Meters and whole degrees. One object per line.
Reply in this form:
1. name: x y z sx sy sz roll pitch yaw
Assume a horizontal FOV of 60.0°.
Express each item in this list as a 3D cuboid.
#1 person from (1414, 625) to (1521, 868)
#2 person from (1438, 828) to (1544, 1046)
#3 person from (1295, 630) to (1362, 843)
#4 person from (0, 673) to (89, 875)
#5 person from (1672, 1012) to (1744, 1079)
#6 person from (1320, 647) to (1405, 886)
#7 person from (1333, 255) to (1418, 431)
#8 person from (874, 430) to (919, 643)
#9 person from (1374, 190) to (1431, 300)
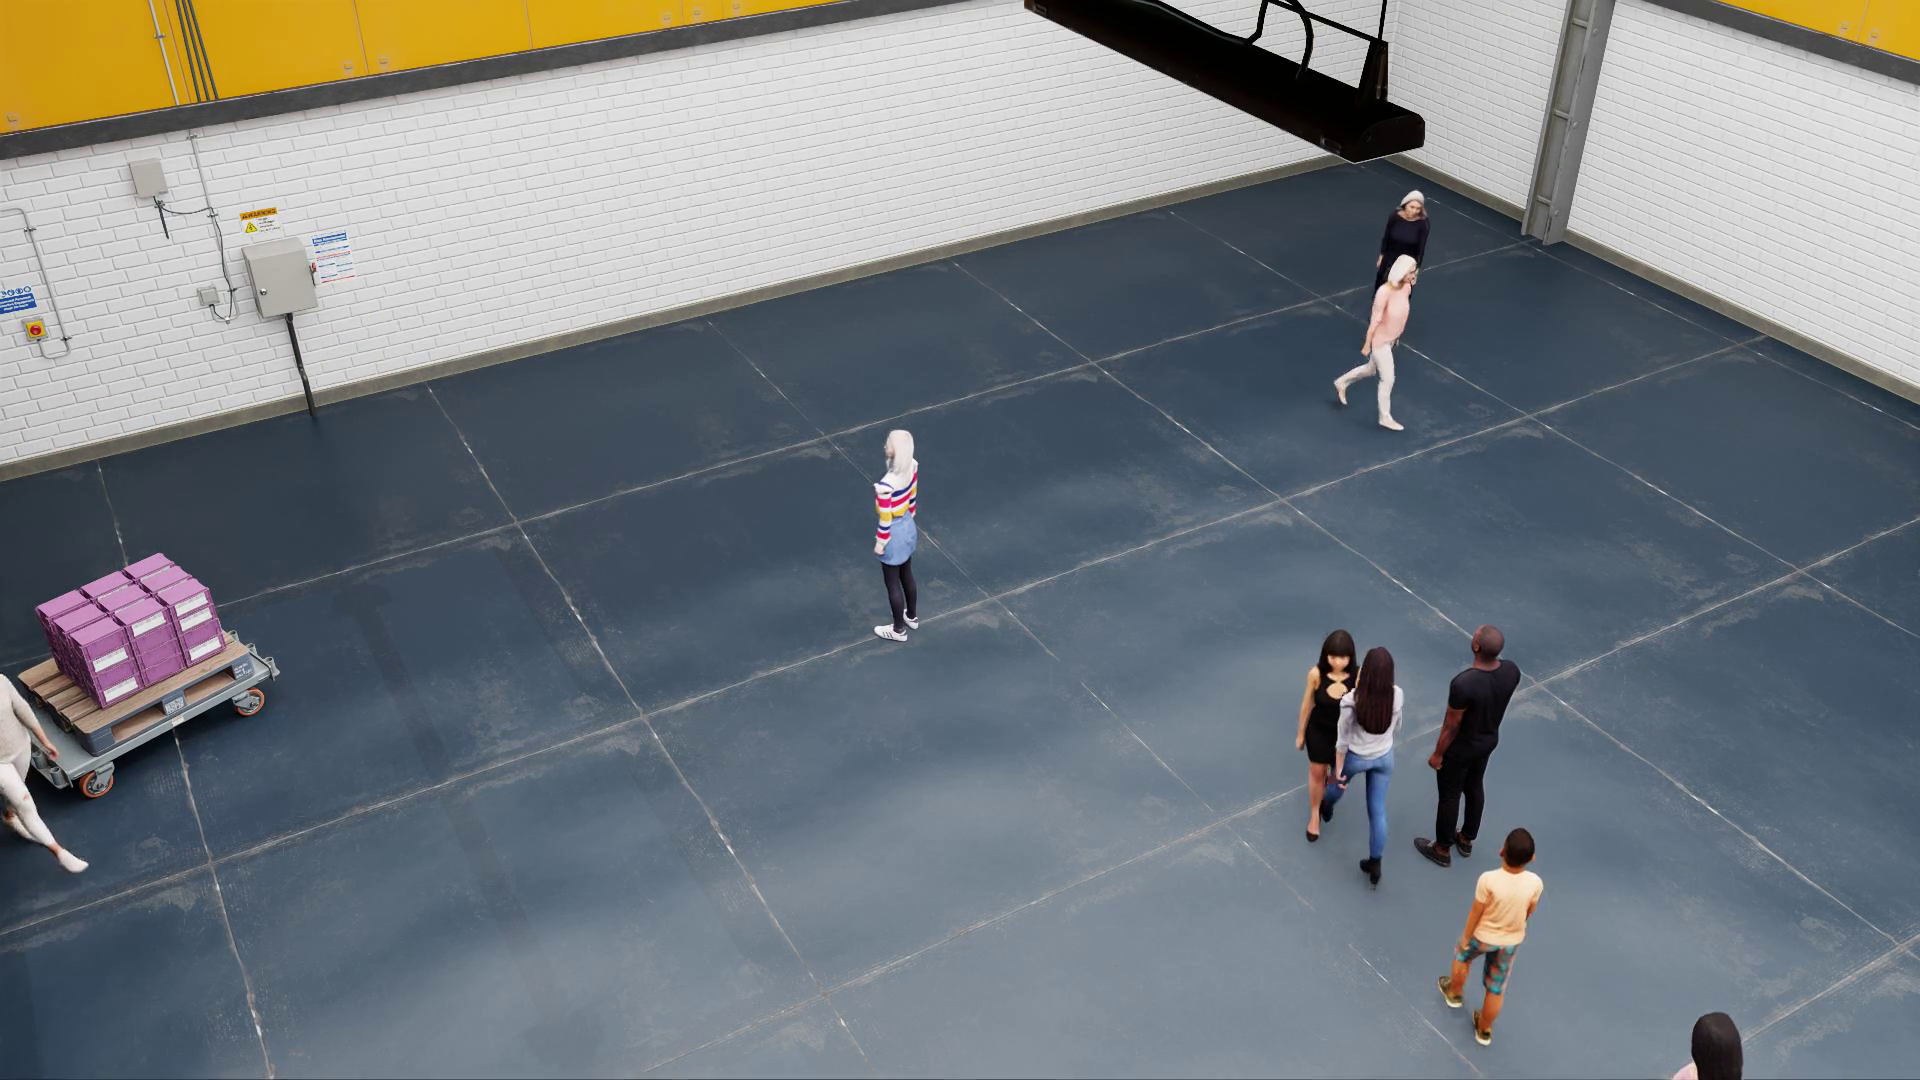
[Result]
1. person: 3.208 1.297 10.503 0.673 1.819 0.552 -15 37 -22
2. person: 3.031 2.279 9.360 0.736 1.448 0.818 2 34 3
3. person: 2.407 1.216 10.787 0.746 1.638 0.806 7 34 11
4. person: -6.127 1.339 10.579 1.173 1.665 1.004 14 36 20
5. person: 3.535 2.937 8.105 0.597 1.742 0.554 -25 41 -32
6. person: 2.604 1.447 10.492 0.868 1.582 1.163 -5 34 -8
7. person: 3.838 -1.879 15.399 0.802 1.689 1.134 -29 43 -36
8. person: -0.473 -0.043 12.531 0.703 1.805 0.724 18 38 25
9. person: 4.386 -2.733 16.659 0.830 1.716 0.891 11 35 15
